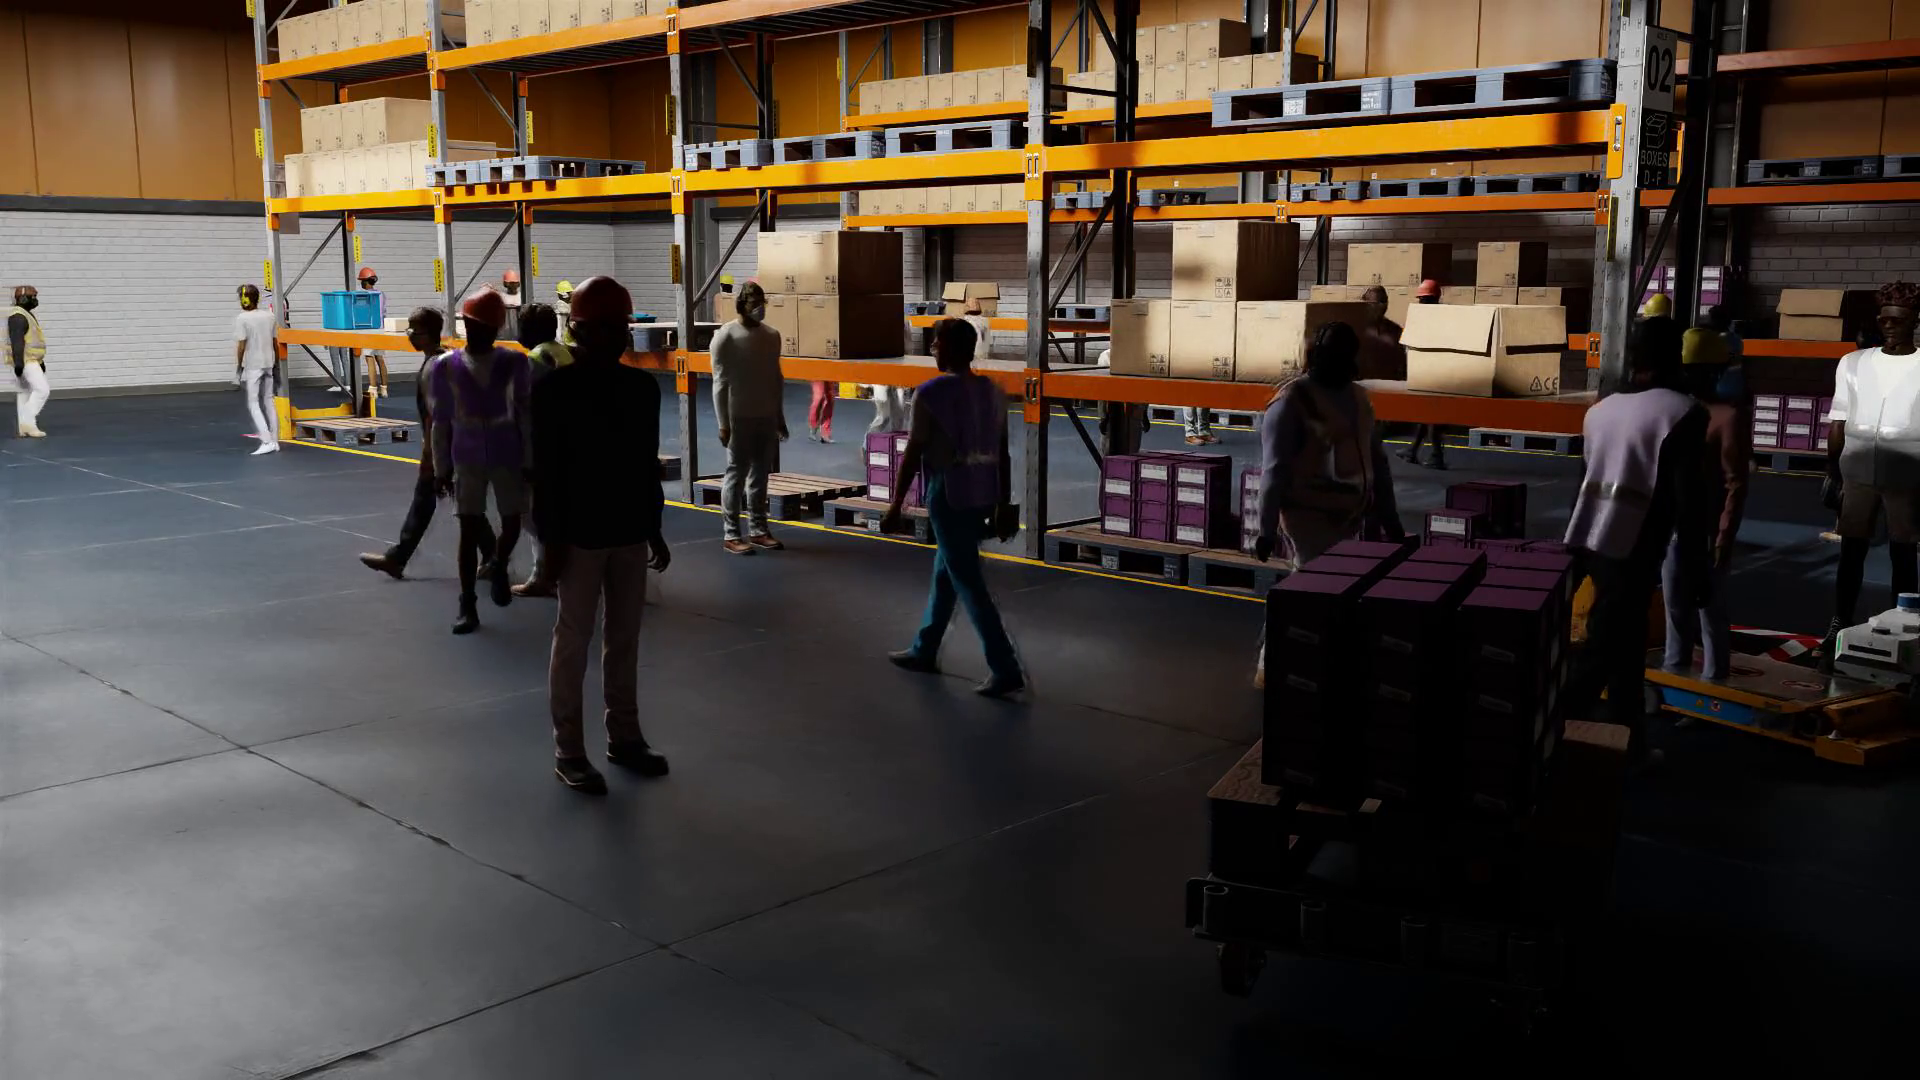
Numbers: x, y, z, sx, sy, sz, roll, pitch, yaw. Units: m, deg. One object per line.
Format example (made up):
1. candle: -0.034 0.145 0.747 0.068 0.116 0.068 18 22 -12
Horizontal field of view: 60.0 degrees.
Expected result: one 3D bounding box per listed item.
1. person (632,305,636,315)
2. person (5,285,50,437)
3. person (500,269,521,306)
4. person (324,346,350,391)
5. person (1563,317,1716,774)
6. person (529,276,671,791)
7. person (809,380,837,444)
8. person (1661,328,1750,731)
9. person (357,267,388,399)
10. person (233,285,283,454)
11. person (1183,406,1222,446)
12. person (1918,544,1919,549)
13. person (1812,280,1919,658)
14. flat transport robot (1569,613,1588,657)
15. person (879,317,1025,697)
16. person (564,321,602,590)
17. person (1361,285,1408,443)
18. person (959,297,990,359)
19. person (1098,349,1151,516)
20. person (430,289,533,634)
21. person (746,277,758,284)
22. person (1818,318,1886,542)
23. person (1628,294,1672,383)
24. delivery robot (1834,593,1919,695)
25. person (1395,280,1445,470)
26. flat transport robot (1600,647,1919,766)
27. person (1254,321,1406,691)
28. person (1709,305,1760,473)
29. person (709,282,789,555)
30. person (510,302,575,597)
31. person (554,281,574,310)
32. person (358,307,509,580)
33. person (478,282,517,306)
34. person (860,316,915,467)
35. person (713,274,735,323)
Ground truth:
1. person: -5.759 -3.464 28.419 0.541 1.722 0.759 -6 11 -35
2. person: -11.137 -2.122 19.895 0.462 1.827 0.645 -4 10 -24
3. person: -6.694 -3.053 25.038 0.650 1.998 0.960 -4 10 -24
4. person: -10.322 -3.276 27.542 0.280 1.633 0.500 4 10 24
5. person: 2.512 0.078 6.388 0.900 1.847 0.648 -3 10 -15
6. person: -1.392 -0.032 6.545 0.395 1.994 0.613 8 12 40
7. person: -1.546 -1.978 19.175 0.534 1.754 0.363 -6 11 -32
8. person: 3.229 -0.046 7.335 0.331 1.768 0.526 -2 9 -13
9. person: -9.200 -3.222 25.958 0.374 2.043 0.614 3 10 19
10. person: -7.651 -1.860 18.249 0.496 1.855 0.594 5 11 28
11. person: 2.806 -2.057 19.141 0.631 1.939 0.372 -9 13 -42
12. person: 6.957 -0.739 11.251 0.627 1.873 0.838 -9 13 -44
13. person: 4.707 -0.330 8.461 0.603 1.966 0.368 9 13 44
14. flat transport robot: 2.658 0.538 8.323 1.431 0.197 0.652 -2 9 -10
15. person: 0.000 -0.169 8.016 0.988 1.800 0.590 8 12 41
16. person: -2.346 -0.530 10.516 0.489 1.691 0.880 -6 11 -33
17. person: 3.482 -1.164 13.849 0.648 1.885 0.727 -4 10 -21
18. person: 0.191 -2.575 23.274 0.492 1.626 0.284 -5 10 -26
19. person: 1.321 -0.978 13.438 0.522 1.638 0.311 -6 11 -34
20. person: -2.695 -0.461 9.424 0.588 1.912 0.633 -2 10 -14
21. person: -3.198 -3.130 25.867 0.985 1.896 0.544 8 12 42
22. person: 6.636 -0.763 12.009 0.542 1.671 0.697 -9 13 -42
23. person: 5.252 -0.935 12.585 0.600 1.829 0.404 0 9 2
24. delivery robot: 4.275 0.482 7.512 0.707 0.478 0.477 -7 12 -36
25. person: 4.691 -1.688 16.974 0.575 1.900 0.903 -5 10 -28
26. flat transport robot: 3.530 0.691 7.390 0.652 0.197 1.431 -5 11 -30
27. person: 1.668 -0.085 7.511 0.620 1.795 0.973 -8 12 -42
28. person: 7.458 -1.443 16.186 0.689 1.683 0.391 -7 11 -36
29. person: -1.494 -0.857 11.834 0.393 1.930 0.626 7 12 38
30. person: -2.477 -0.526 10.102 0.586 1.823 0.639 1 9 4
31. person: -6.031 -3.048 25.523 0.403 1.837 0.591 -2 9 -12
32. person: -3.395 -0.602 10.708 0.973 1.775 0.557 -2 9 -9
33. person: -6.274 -2.572 22.602 0.702 1.844 0.856 1 9 5
34. person: -0.724 -1.575 16.414 0.583 1.871 0.472 -7 12 -36
35. person: -4.165 -3.759 29.607 0.386 1.928 0.589 -8 12 -40
